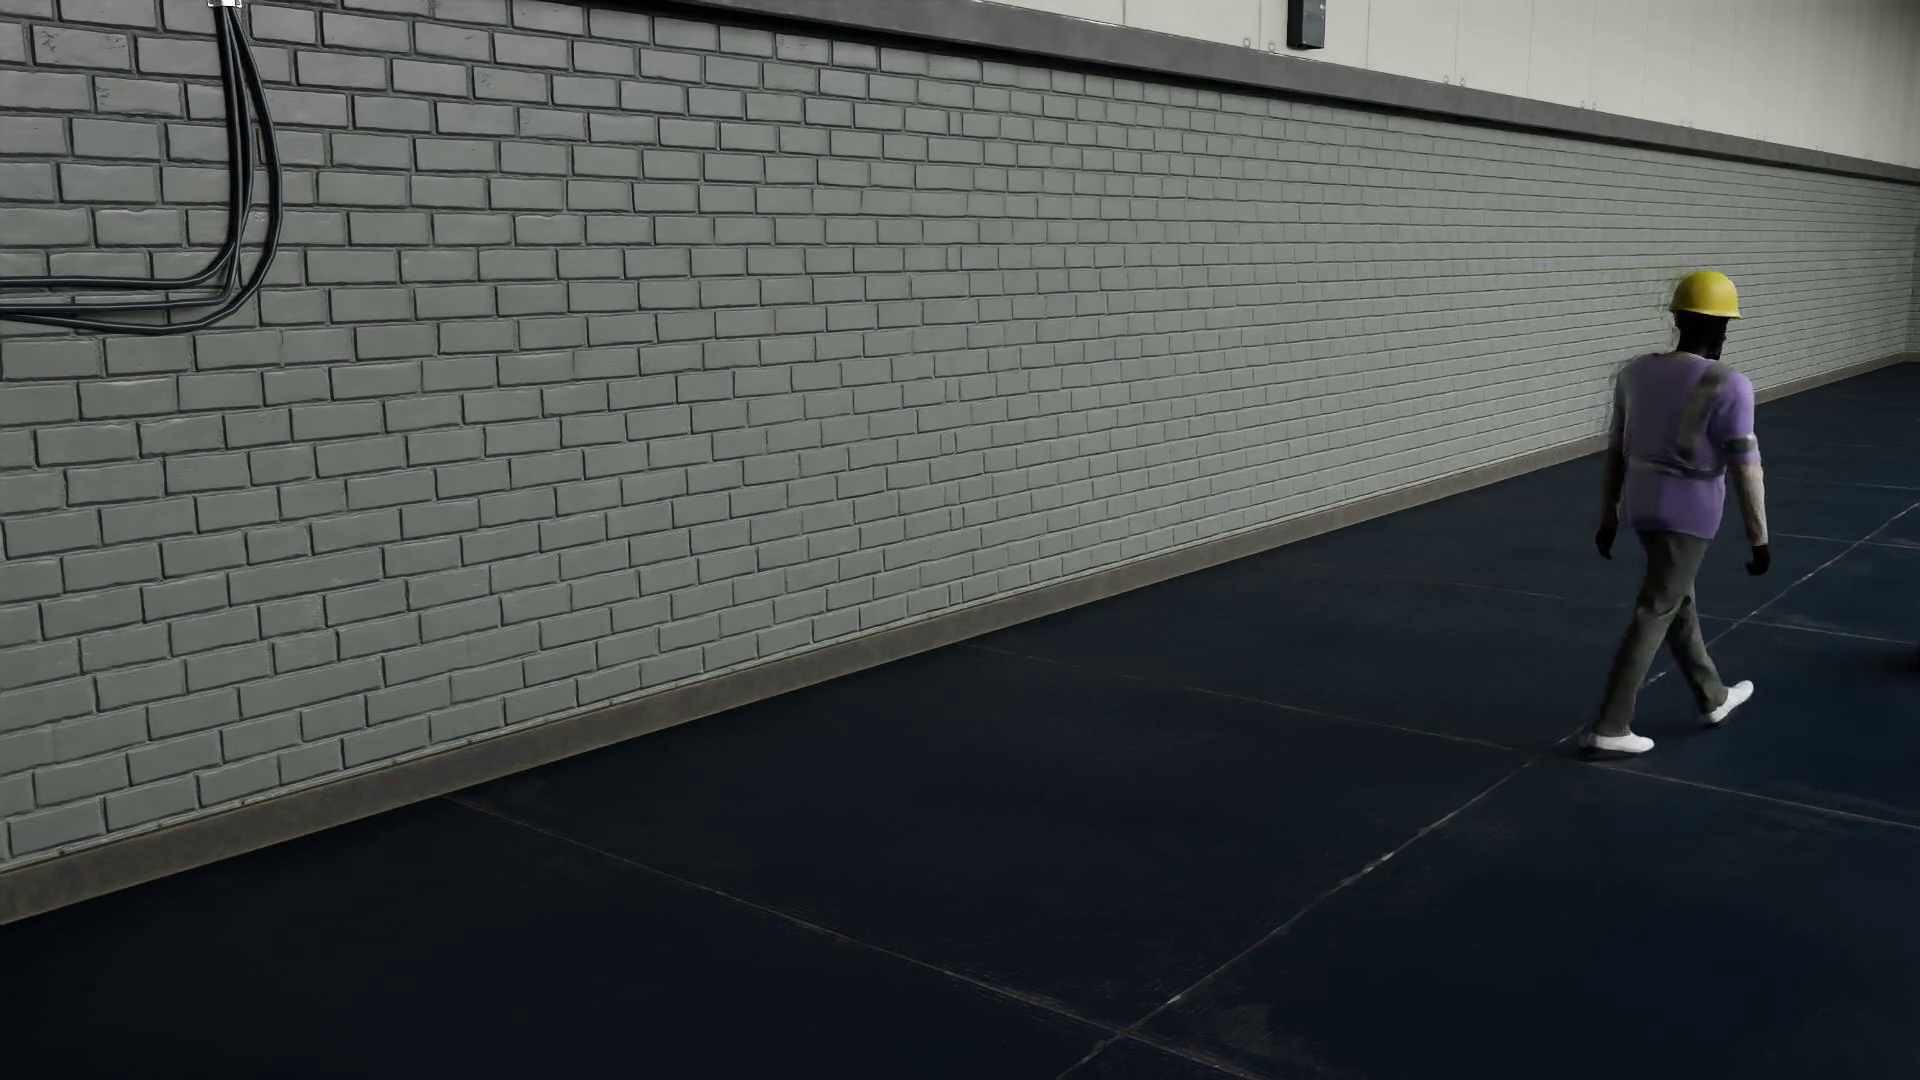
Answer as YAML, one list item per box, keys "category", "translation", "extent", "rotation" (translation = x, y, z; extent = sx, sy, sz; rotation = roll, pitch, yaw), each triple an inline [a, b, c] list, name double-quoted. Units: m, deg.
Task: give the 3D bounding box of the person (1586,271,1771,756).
- category: "person"
  translation: [2.874, -0.100, 6.514]
  extent: [0.988, 1.870, 0.618]
  rotation: [-4, 11, -23]
